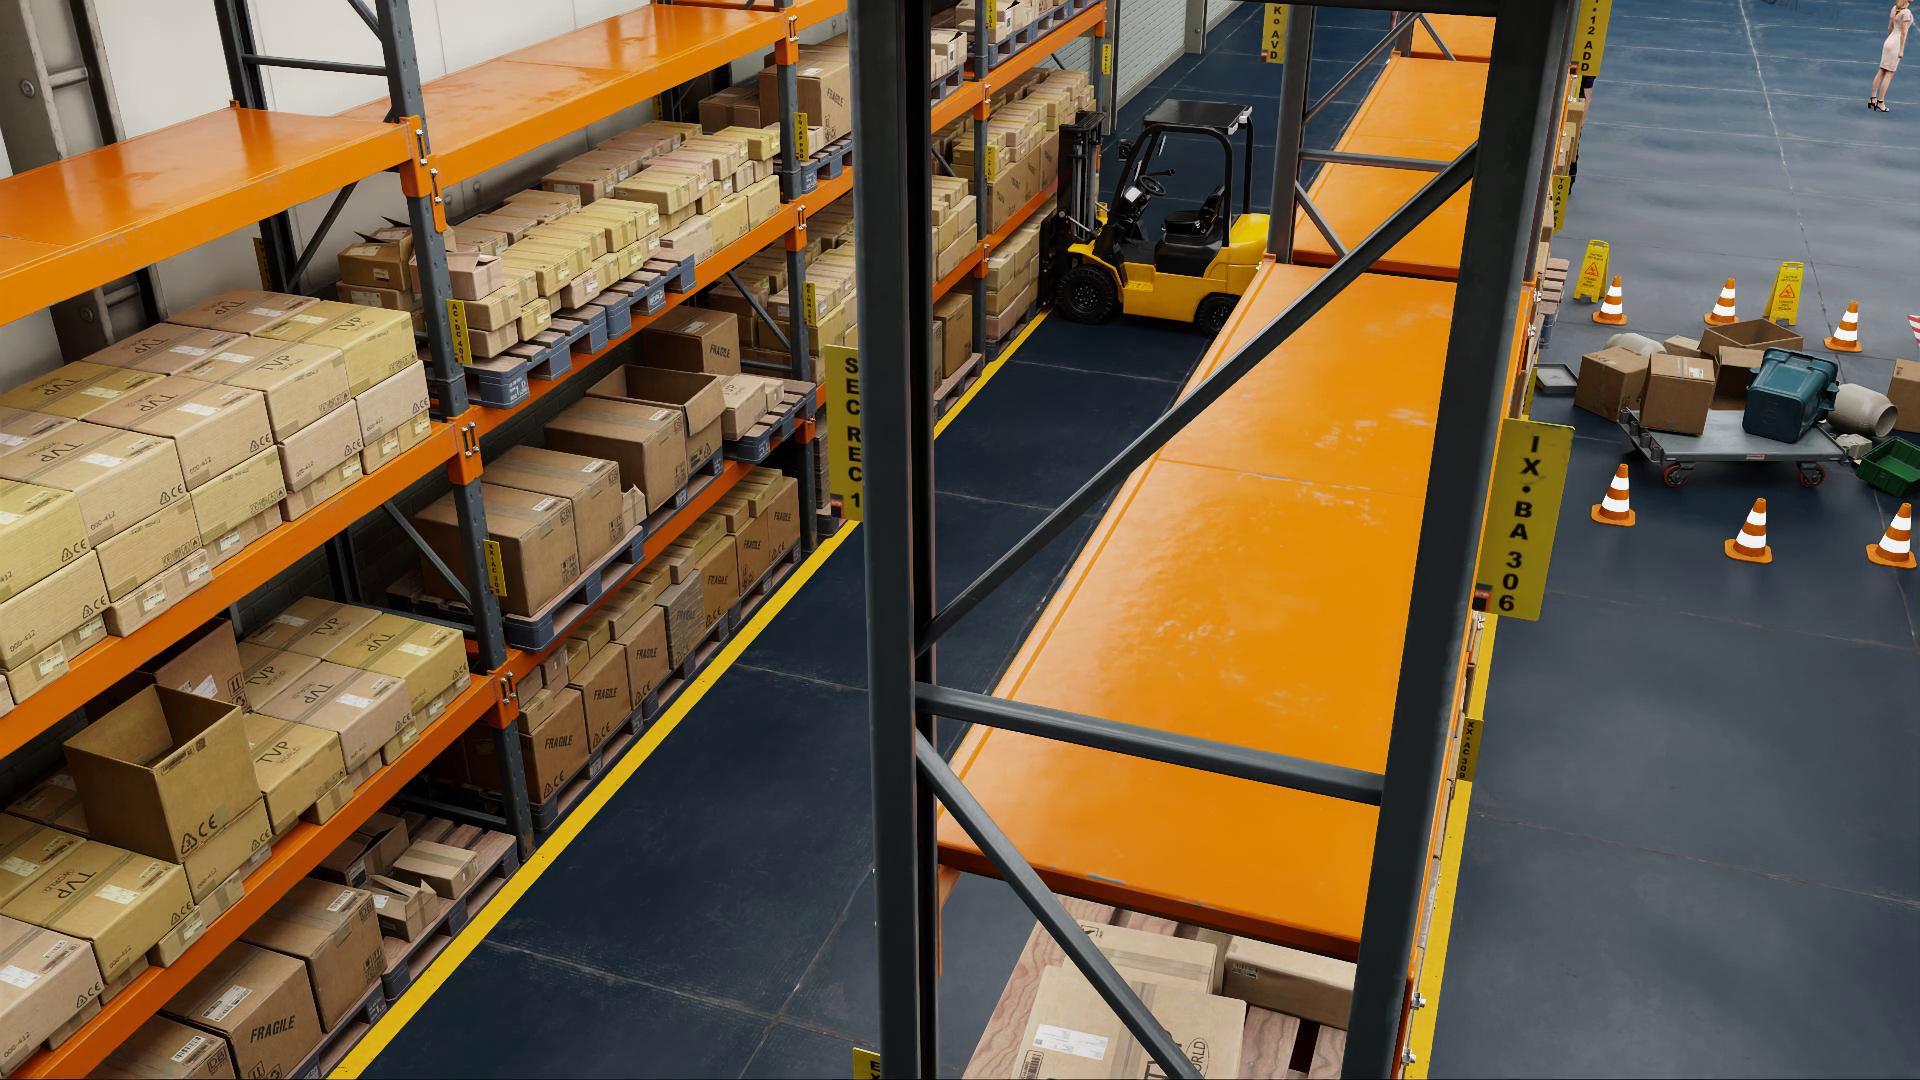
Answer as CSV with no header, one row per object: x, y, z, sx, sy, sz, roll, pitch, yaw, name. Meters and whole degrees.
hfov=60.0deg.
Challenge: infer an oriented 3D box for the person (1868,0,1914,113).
14.137,-7.452,25.213,0.701,1.830,0.563,-1,28,-2,person
